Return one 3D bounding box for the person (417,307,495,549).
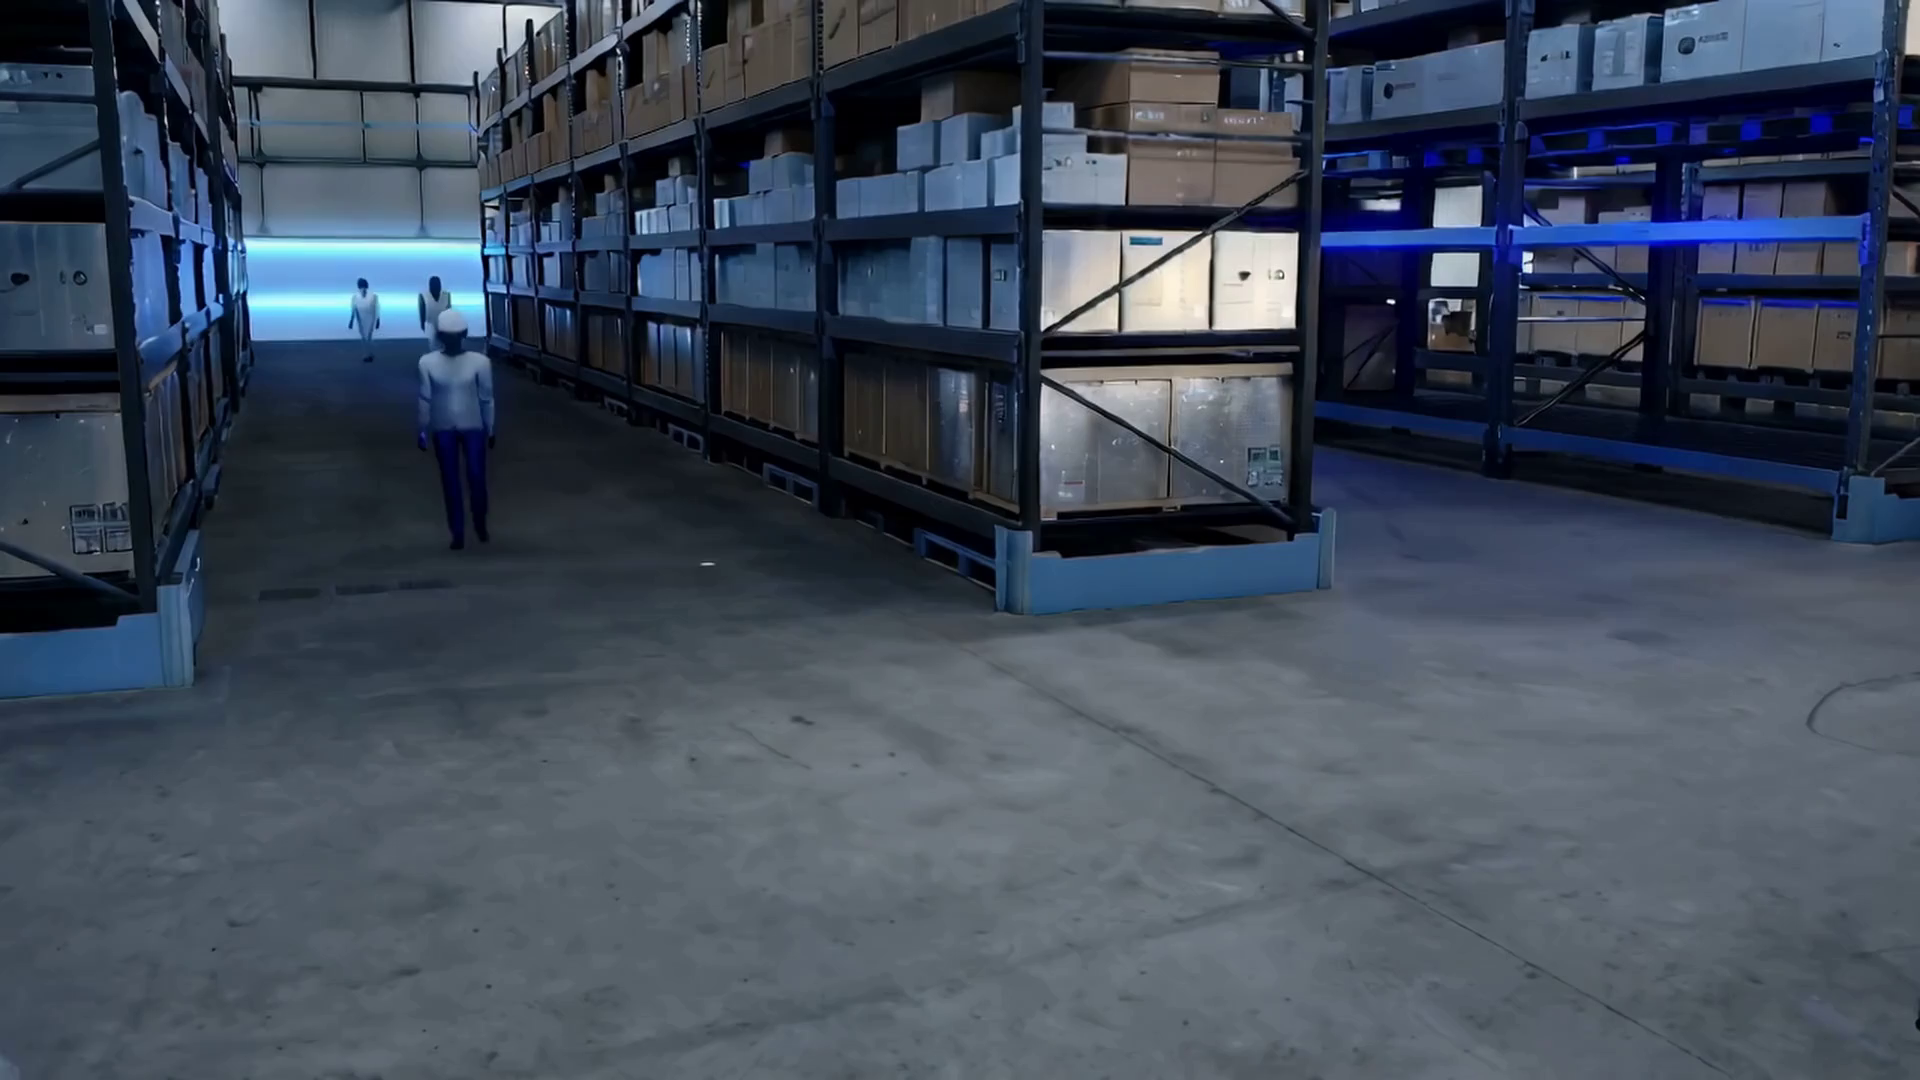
[{"bbox_3d":[-3.640,-0.800,12.020,0.538,1.751,0.366,-1,10,-9],"label":"person"}]

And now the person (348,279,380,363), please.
[{"bbox_3d":[-12.344,-4.507,34.330,0.571,1.717,0.826,2,10,10],"label":"person"}]

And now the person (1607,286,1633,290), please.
[{"bbox_3d":[13.729,-4.663,34.580,0.394,1.946,0.618,-8,12,-40],"label":"person"}]

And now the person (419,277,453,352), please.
[{"bbox_3d":[-10.476,-4.371,33.301,0.640,1.804,0.945,-4,10,-24],"label":"person"}]

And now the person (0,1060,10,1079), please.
[{"bbox_3d":[-2.370,0.698,3.523,0.847,1.595,0.529,-6,11,-31],"label":"person"}]
